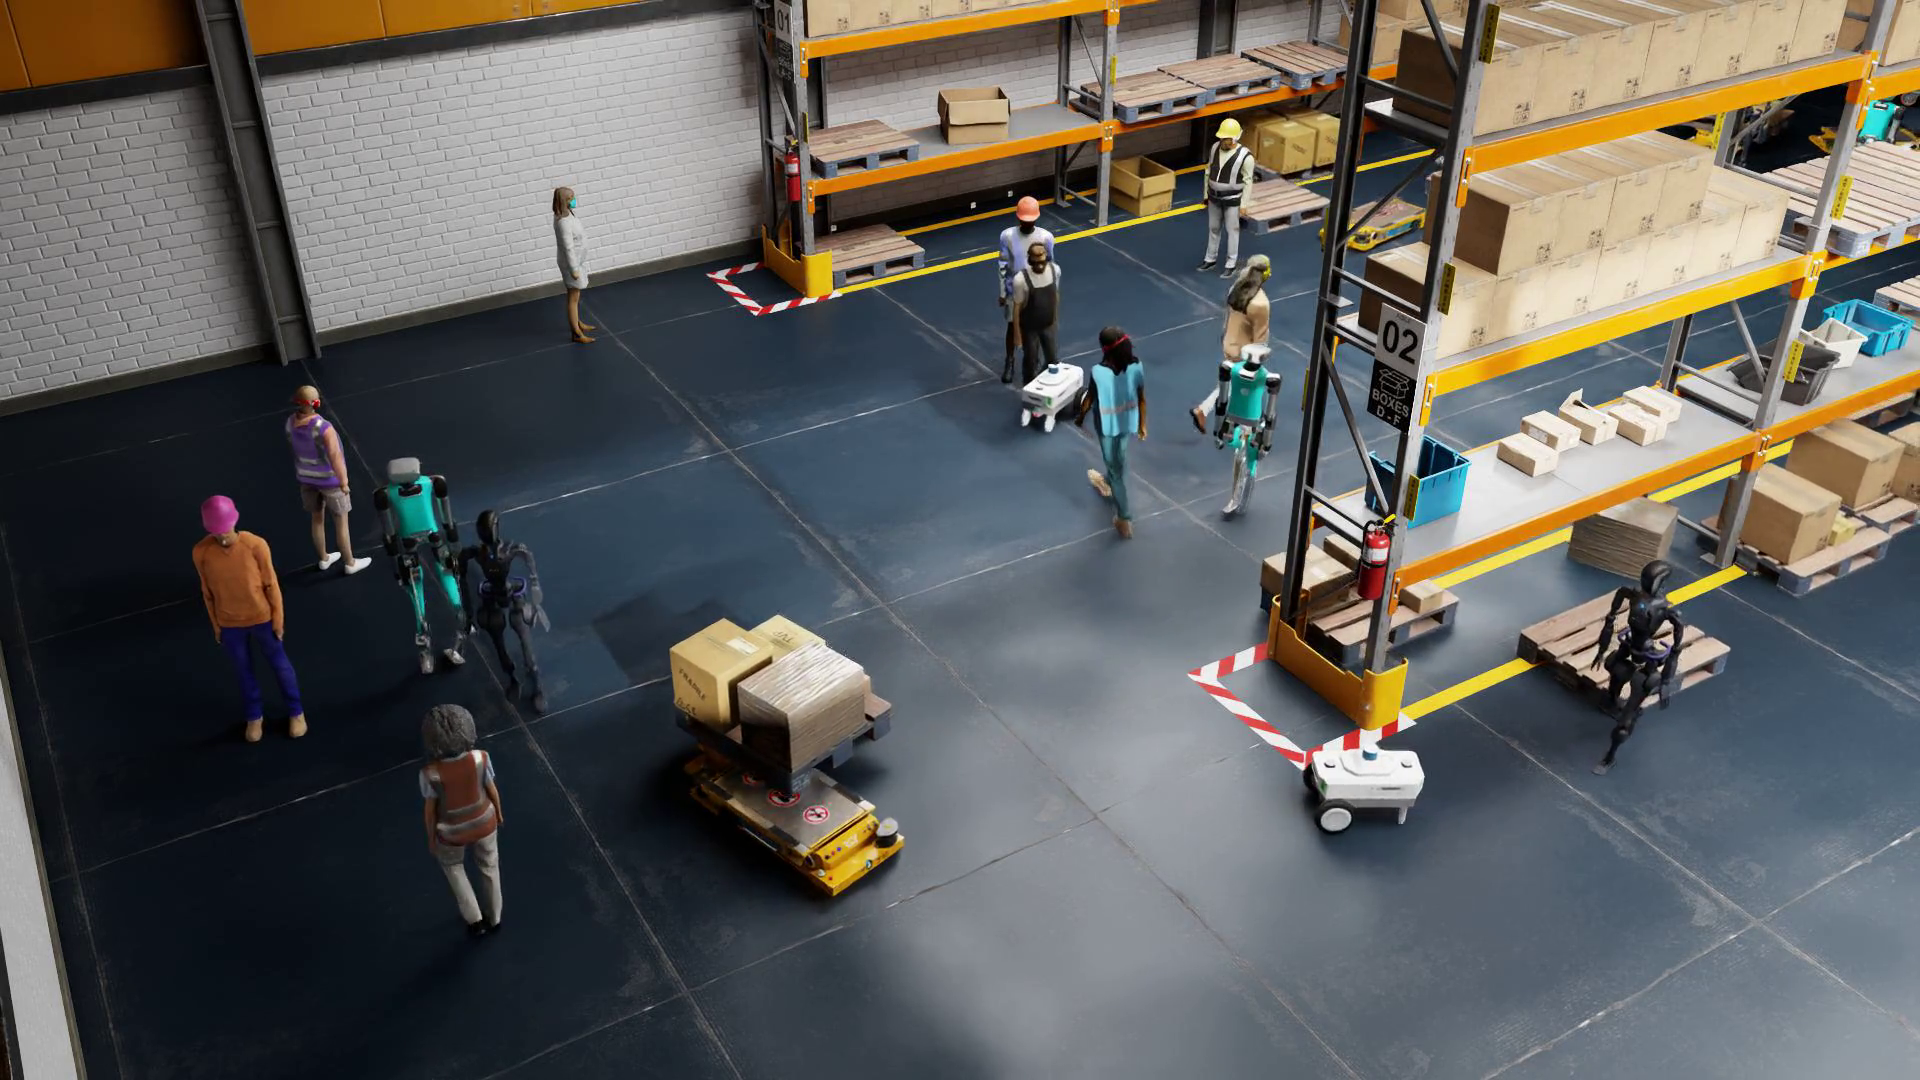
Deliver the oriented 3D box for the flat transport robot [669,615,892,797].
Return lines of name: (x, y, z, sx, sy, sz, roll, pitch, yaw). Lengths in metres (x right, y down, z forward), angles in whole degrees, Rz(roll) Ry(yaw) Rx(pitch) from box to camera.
flat transport robot: (-1.212, 1.395, 11.860, 0.659, 0.231, 1.431, 25, 40, 34)

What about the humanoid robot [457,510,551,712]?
humanoid robot: (-3.278, 0.490, 11.982, 0.608, 1.638, 0.391, -5, 32, -7)

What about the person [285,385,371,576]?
person: (-5.180, -0.480, 13.515, 0.479, 1.687, 0.346, 11, 34, 17)

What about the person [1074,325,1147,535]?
person: (1.285, -1.004, 14.222, 0.501, 1.821, 0.941, -16, 35, -24)

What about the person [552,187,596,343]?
person: (-4.030, -2.883, 17.370, 0.338, 1.659, 0.486, -5, 32, -8)

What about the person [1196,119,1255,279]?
person: (2.987, -3.861, 18.772, 0.600, 1.828, 0.404, 26, 40, 35)

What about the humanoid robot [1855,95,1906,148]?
humanoid robot: (10.708, -4.473, 19.741, 0.530, 1.694, 0.745, 21, 38, 29)

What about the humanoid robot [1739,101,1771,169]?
humanoid robot: (10.005, -5.309, 21.224, 0.593, 1.656, 0.326, 27, 41, 36)

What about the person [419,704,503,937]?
person: (-2.985, 1.712, 10.024, 0.471, 1.674, 0.366, -17, 36, -25)

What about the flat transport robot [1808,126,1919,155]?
flat transport robot: (12.494, -5.456, 22.785, 1.431, 0.231, 0.659, 0, 32, 0)

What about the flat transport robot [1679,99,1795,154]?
flat transport robot: (10.694, -5.647, 23.089, 0.659, 0.231, 1.431, 27, 41, 36)

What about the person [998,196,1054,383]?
person: (0.645, -2.473, 16.458, 0.543, 1.939, 0.350, 1, 32, 1)

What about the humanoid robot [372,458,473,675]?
humanoid robot: (-3.900, 0.269, 12.229, 0.547, 1.754, 0.669, -12, 34, -18)

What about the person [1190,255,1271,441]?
person: (2.578, -1.750, 15.390, 0.672, 1.849, 0.594, -13, 34, -20)

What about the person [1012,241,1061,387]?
person: (0.729, -2.033, 15.876, 0.543, 1.810, 0.464, -13, 34, -19)

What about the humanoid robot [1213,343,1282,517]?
humanoid robot: (2.486, -0.888, 14.224, 0.564, 1.899, 0.762, 16, 35, 23)

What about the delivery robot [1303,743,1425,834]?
delivery robot: (2.698, 1.638, 11.217, 0.782, 0.611, 0.509, 0, 32, 0)

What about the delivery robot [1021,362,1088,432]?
delivery robot: (0.900, -1.435, 16.086, 0.499, 0.576, 0.768, 19, 37, 27)

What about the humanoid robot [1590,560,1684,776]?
humanoid robot: (4.697, 0.831, 11.457, 0.684, 1.637, 0.615, -22, 38, -31)

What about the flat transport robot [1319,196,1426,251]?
flat transport robot: (5.092, -3.862, 20.243, 1.431, 0.231, 0.659, -25, 40, -34)

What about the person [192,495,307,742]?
person: (-4.975, 0.545, 11.611, 0.504, 1.978, 0.385, -6, 33, -9)

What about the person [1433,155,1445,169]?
person: (6.720, -5.648, 21.656, 0.925, 1.797, 0.580, 26, 40, 35)

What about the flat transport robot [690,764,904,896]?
flat transport robot: (-1.110, 1.827, 11.170, 1.431, 0.231, 0.659, 26, 41, 35)
